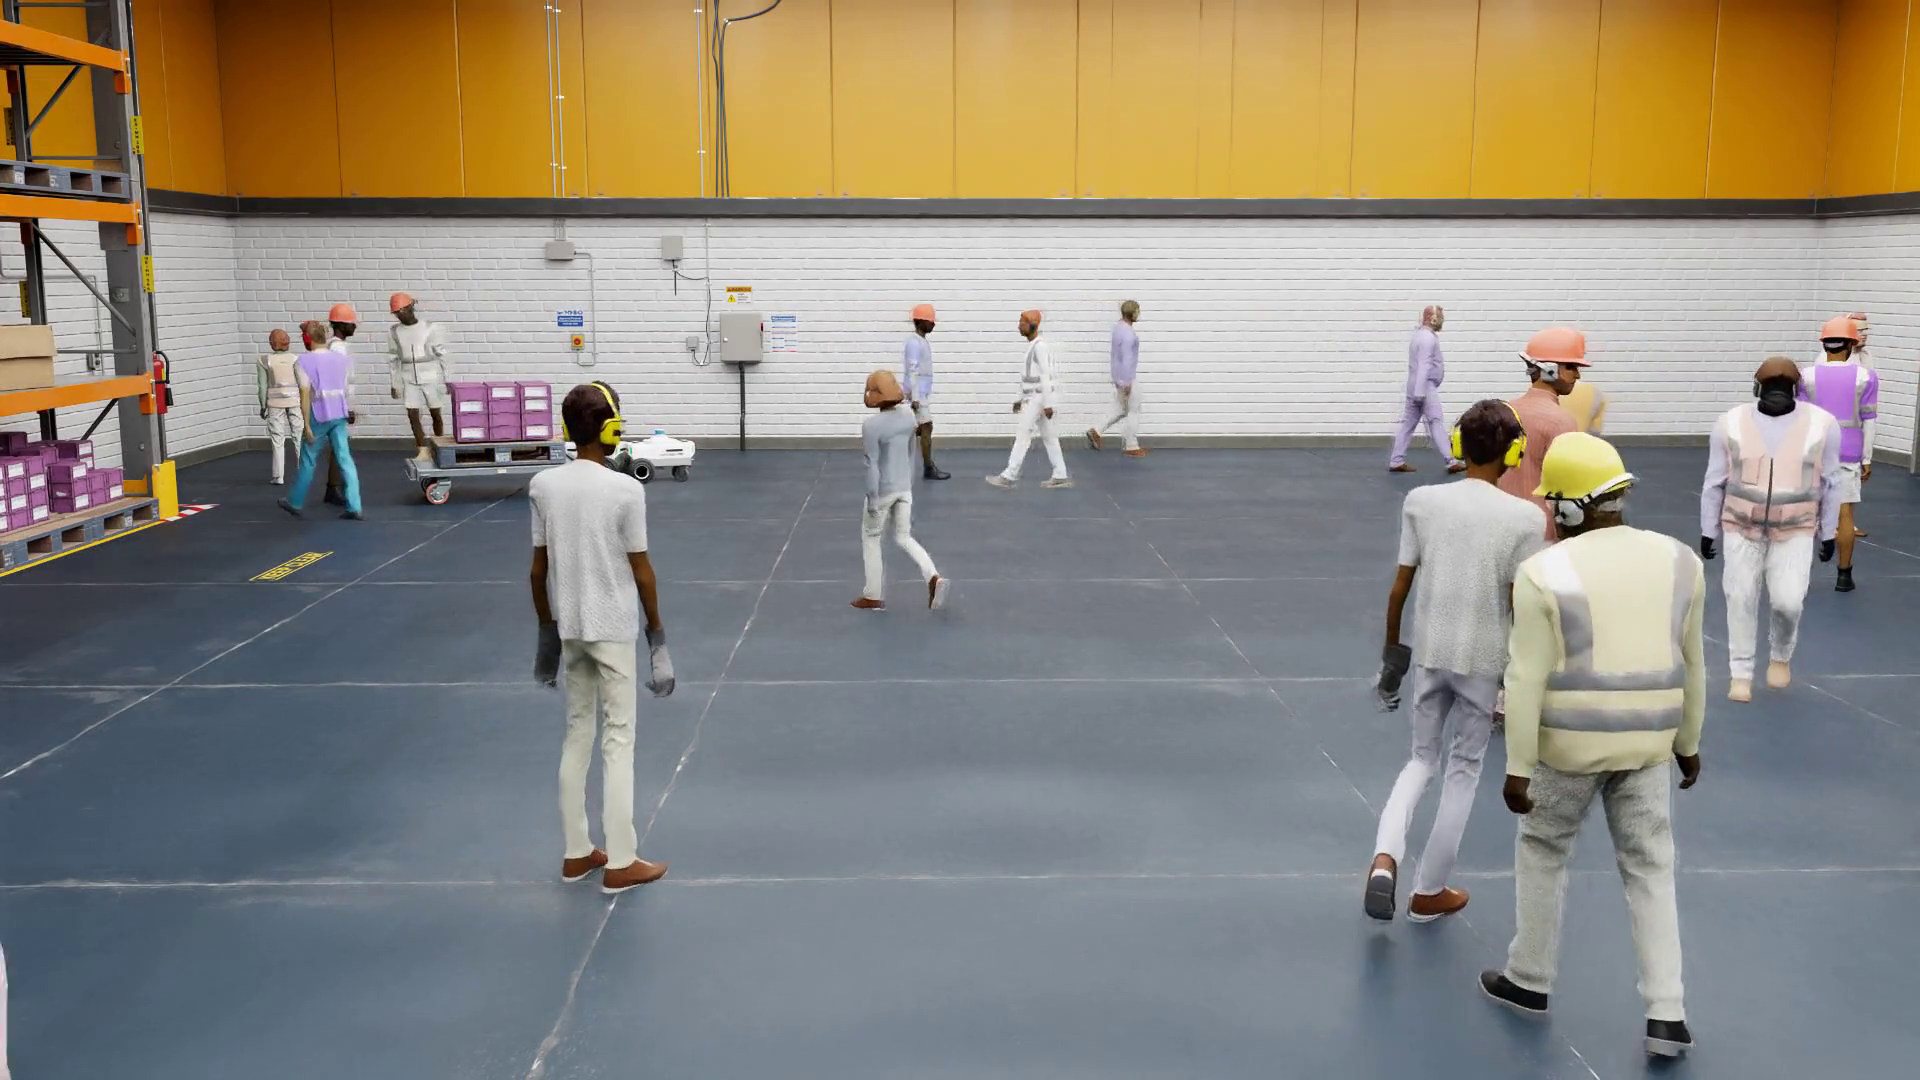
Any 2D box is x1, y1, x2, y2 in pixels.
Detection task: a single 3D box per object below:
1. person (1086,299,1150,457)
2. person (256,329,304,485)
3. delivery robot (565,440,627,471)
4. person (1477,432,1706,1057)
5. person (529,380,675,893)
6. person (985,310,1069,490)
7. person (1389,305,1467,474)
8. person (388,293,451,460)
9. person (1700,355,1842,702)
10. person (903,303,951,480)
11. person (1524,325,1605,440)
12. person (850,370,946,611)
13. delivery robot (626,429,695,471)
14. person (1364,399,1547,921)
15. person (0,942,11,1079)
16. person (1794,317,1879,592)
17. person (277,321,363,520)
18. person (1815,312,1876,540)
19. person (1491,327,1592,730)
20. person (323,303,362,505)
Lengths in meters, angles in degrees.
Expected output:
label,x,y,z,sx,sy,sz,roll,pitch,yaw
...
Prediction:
label,x,y,z,sx,sy,sz,roll,pitch,yaw
person,1.928,-1.930,19.960,0.672,1.903,0.633,-2,9,-10
person,-7.094,-1.391,17.470,0.513,1.641,0.307,-6,11,-34
delivery robot,-3.930,-0.945,17.766,0.707,0.478,0.477,2,9,10
person,1.879,0.583,4.875,0.642,1.803,0.596,-1,9,-7
person,-1.317,0.354,6.073,0.542,1.871,0.332,4,10,25
person,0.692,-1.433,17.086,0.962,1.835,0.583,0,9,-1
person,5.240,-1.653,18.410,0.965,1.858,0.654,1,9,4
person,-6.238,-1.858,19.282,0.694,1.992,0.646,0,9,-2
person,4.214,-0.052,8.690,0.660,1.824,0.446,5,11,29
person,-0.501,-1.597,17.906,0.755,1.912,0.549,1,9,9
person,3.723,-0.372,10.362,0.583,1.918,0.748,-3,10,-17
person,-0.422,-0.311,10.921,0.658,1.612,0.503,9,13,43
delivery robot,-3.190,-0.940,17.732,0.707,0.478,0.477,-3,10,-17
person,1.656,0.444,5.622,0.531,1.837,0.555,8,12,39
person,-1.589,1.026,2.348,0.532,1.743,0.676,-4,10,-21
person,6.137,-0.599,11.729,0.542,1.929,0.374,4,10,26
person,-5.814,-1.082,15.085,0.965,1.789,0.587,6,11,31
person,7.461,-0.957,14.009,0.645,1.906,0.402,-5,11,-29
person,2.771,-0.021,7.990,0.392,1.991,0.612,-2,9,-12
person,-6.011,-1.315,16.110,0.477,1.938,0.747,-5,11,-29
